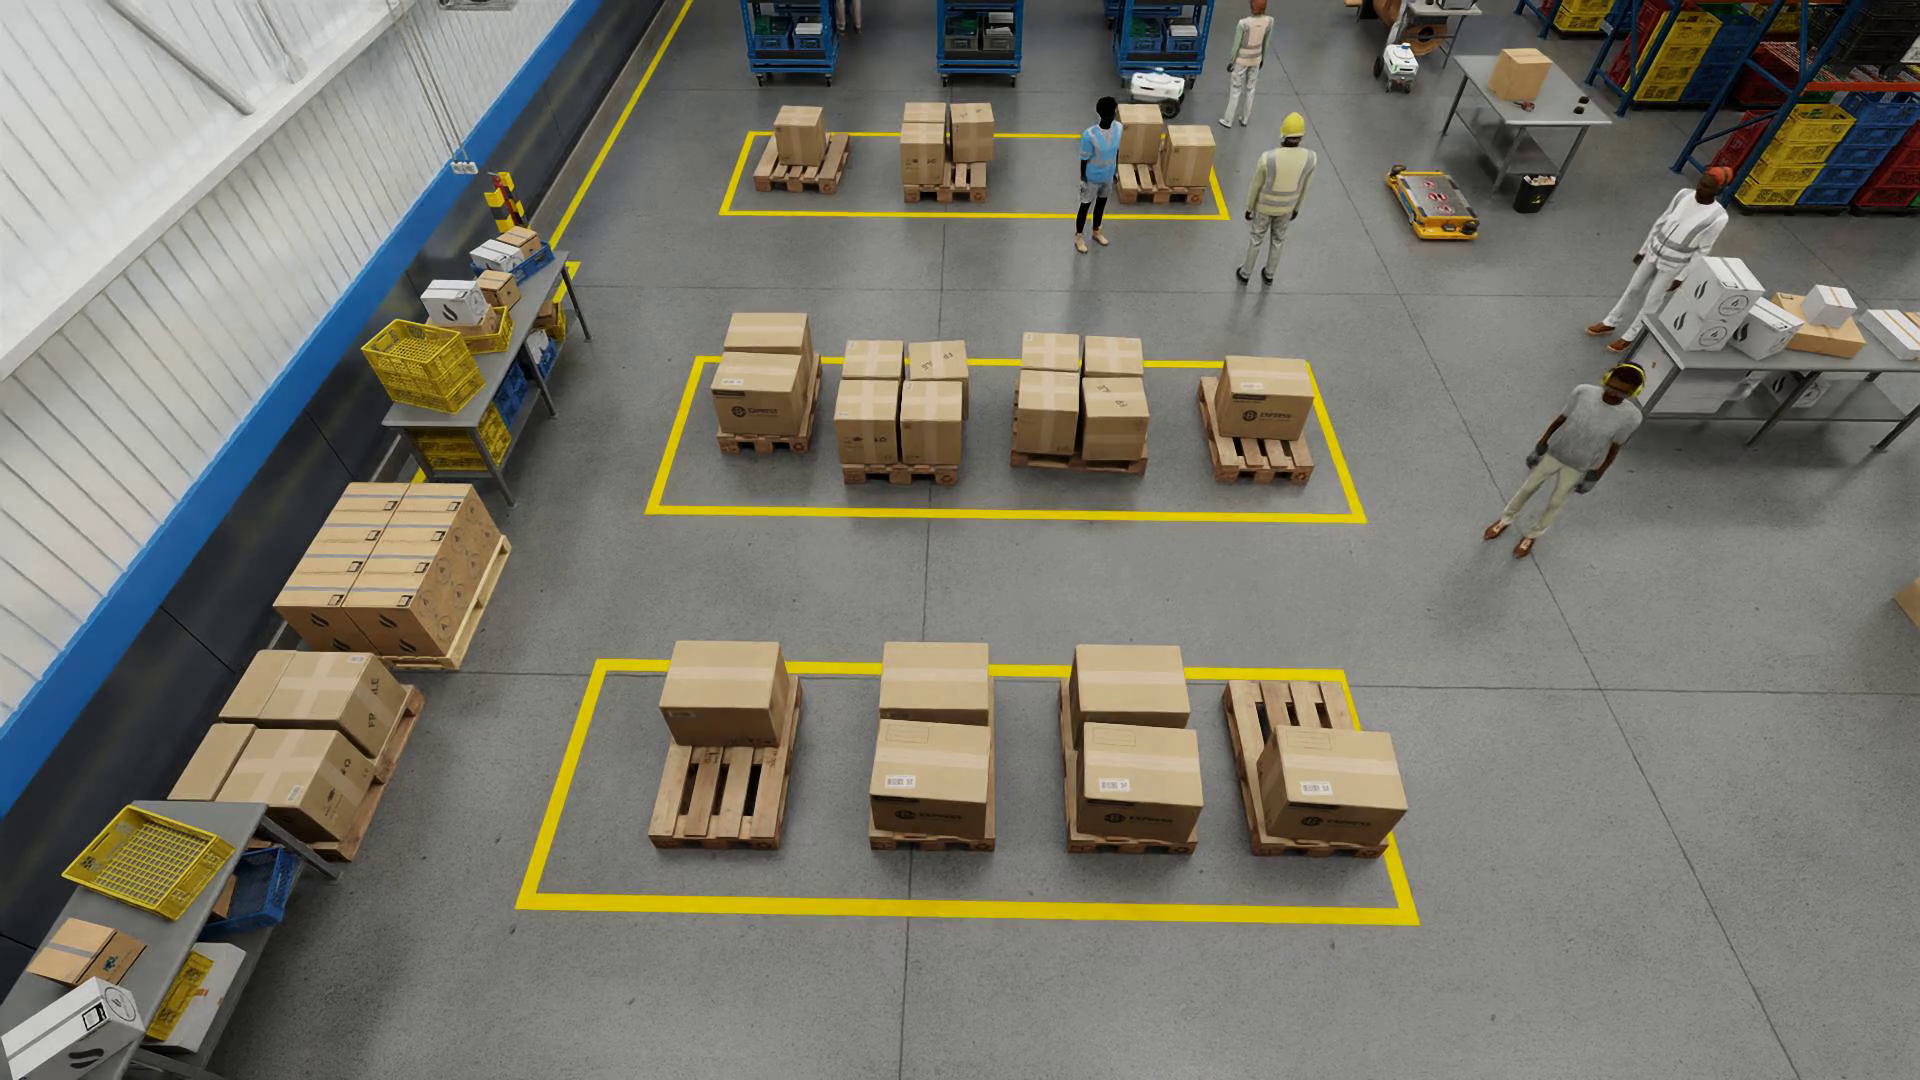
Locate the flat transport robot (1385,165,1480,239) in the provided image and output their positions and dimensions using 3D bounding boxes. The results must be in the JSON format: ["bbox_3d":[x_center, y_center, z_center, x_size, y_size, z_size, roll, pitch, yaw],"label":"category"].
[{"bbox_3d":[5.692,-4.094,11.059,0.652,0.197,1.431,1,49,1],"label":"flat transport robot"}]

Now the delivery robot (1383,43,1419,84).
[{"bbox_3d":[6.373,-6.919,13.258,0.477,0.478,0.707,5,49,4],"label":"delivery robot"}]

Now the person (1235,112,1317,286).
[{"bbox_3d":[3.269,-3.492,9.521,0.582,1.823,0.403,0,49,0],"label":"person"}]

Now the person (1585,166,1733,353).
[{"bbox_3d":[6.728,-2.657,8.757,0.358,1.882,0.574,-11,50,-10],"label":"person"}]

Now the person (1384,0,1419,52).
[{"bbox_3d":[6.581,-7.912,13.277,0.368,1.931,0.632,21,52,17],"label":"person"}]

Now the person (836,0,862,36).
[{"bbox_3d":[-1.767,-8.849,14.054,0.622,1.982,0.412,-19,52,-16],"label":"person"}]

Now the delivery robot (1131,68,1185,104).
[{"bbox_3d":[2.736,-6.282,12.706,0.707,0.478,0.477,13,50,11],"label":"delivery robot"}]

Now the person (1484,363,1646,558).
[{"bbox_3d":[4.629,-0.596,6.992,0.336,1.862,0.512,-33,57,-25],"label":"person"}]

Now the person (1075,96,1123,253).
[{"bbox_3d":[1.519,-3.987,10.028,0.540,1.696,0.315,-24,53,-20],"label":"person"}]

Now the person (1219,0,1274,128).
[{"bbox_3d":[3.769,-6.281,12.054,0.523,1.636,0.310,-10,50,-9],"label":"person"}]
